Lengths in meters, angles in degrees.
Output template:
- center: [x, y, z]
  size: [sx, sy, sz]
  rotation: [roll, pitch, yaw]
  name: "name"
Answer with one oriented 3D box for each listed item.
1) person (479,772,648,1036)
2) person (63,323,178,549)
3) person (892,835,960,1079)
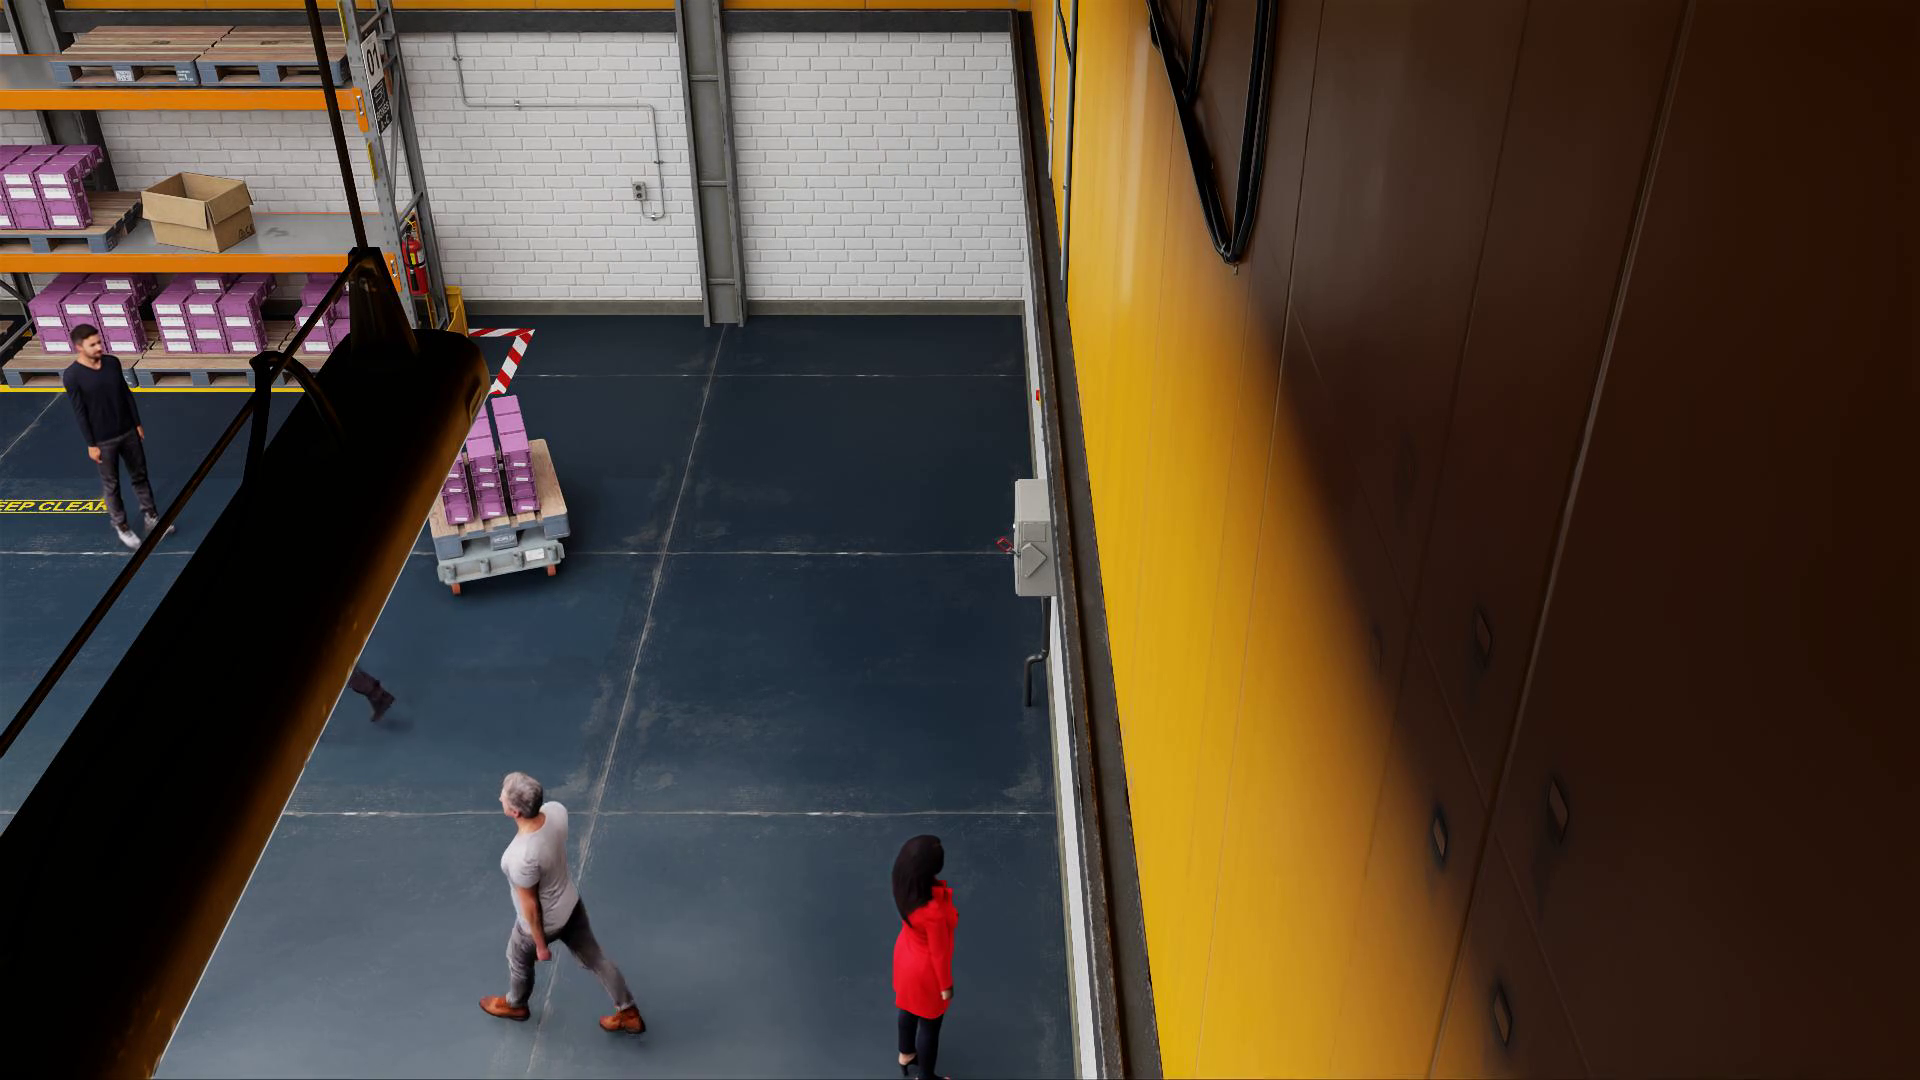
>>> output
- center: [-2.076, 1.987, 8.787]
  size: [1.304, 1.779, 0.941]
  rotation: [9, 35, 13]
  name: "person"
- center: [-6.608, -0.830, 12.946]
  size: [0.740, 1.867, 0.721]
  rotation: [19, 38, 27]
  name: "person"
- center: [-0.190, 2.186, 8.515]
  size: [0.734, 1.748, 0.703]
  rotation: [-14, 36, -21]
  name: "person"
